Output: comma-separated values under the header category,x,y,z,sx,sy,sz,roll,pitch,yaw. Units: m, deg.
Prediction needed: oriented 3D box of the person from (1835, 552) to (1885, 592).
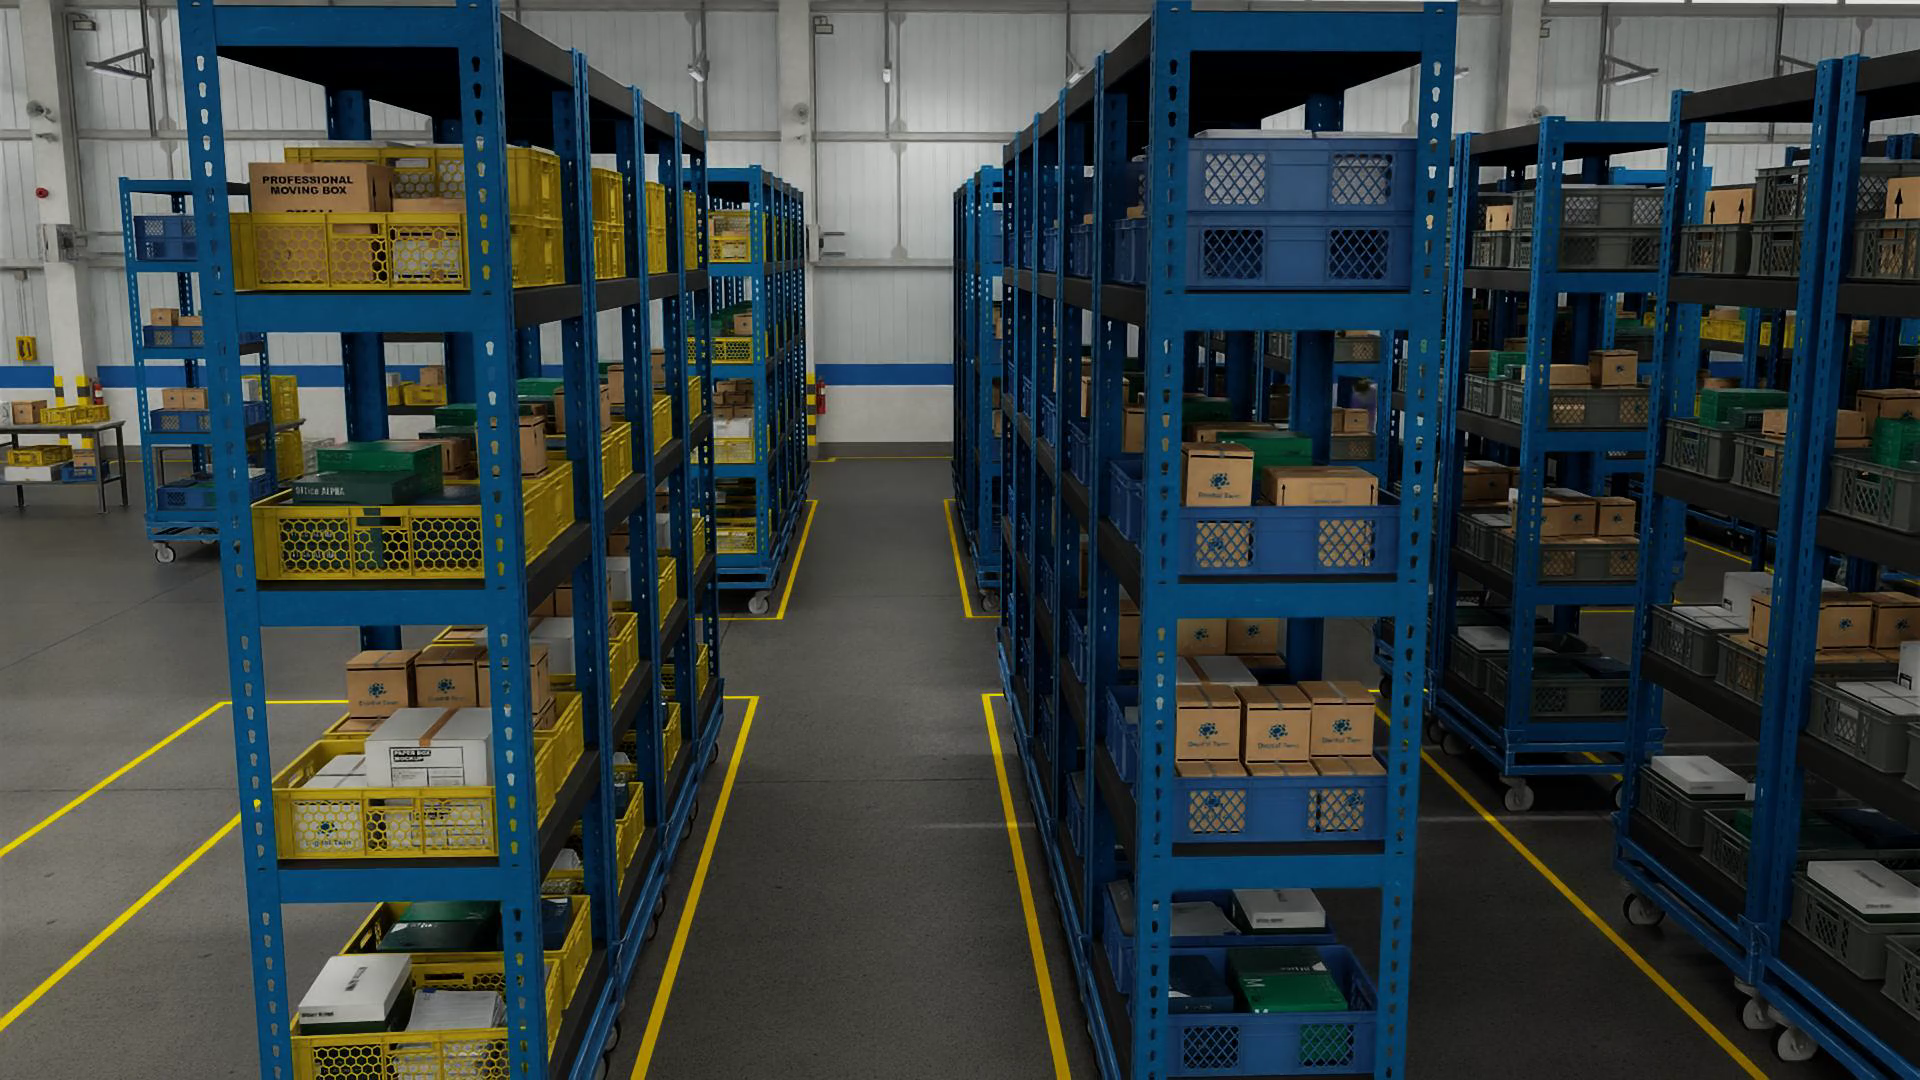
category,x,y,z,sx,sy,sz,roll,pitch,yaw
person,6.715,-0.078,12.252,0.591,1.821,0.404,-4,11,-22

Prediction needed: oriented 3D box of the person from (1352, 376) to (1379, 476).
category,x,y,z,sx,sy,sz,roll,pitch,yaw
person,4.099,-0.940,17.227,0.598,1.791,0.634,-7,12,-33
